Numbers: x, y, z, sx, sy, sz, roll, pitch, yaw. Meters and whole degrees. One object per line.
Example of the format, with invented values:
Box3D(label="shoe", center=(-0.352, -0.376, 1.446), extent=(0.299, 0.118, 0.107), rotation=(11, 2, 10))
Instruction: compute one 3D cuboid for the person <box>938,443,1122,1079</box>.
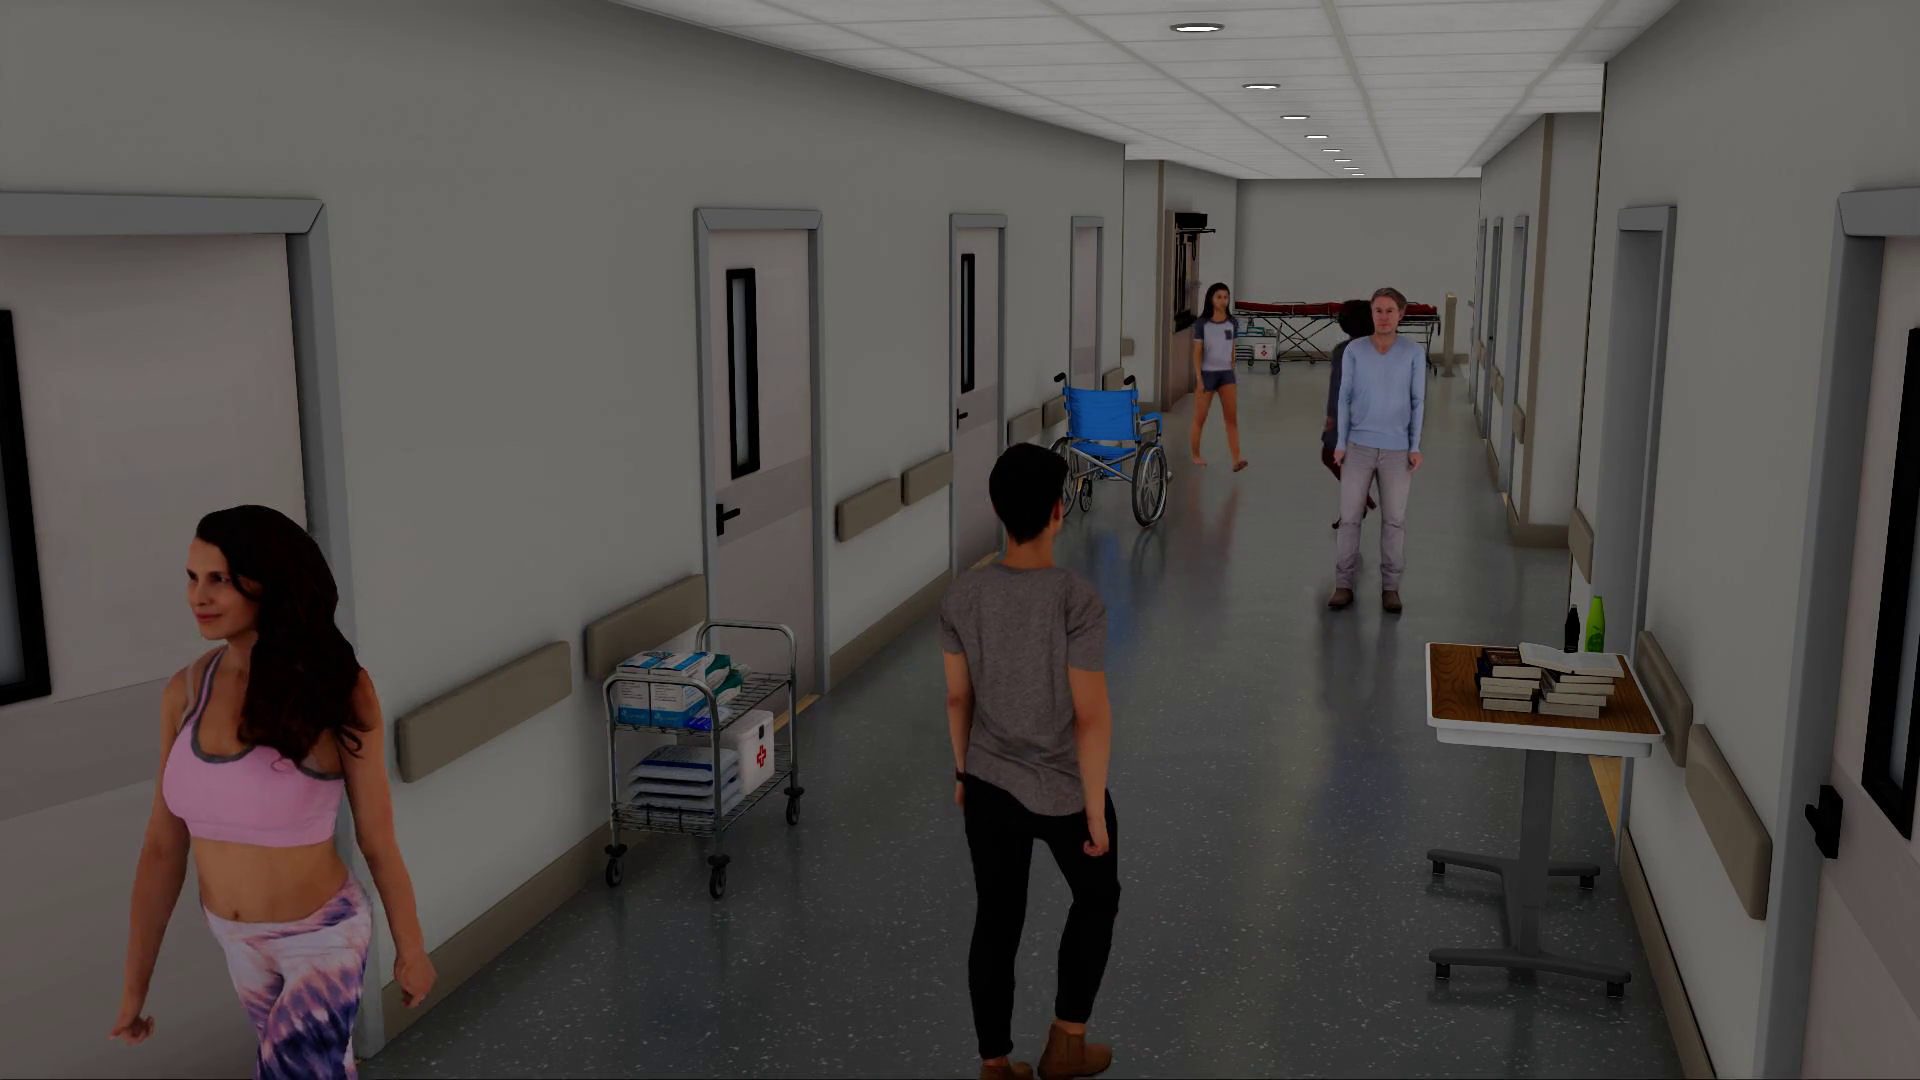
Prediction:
Box3D(label="person", center=(0.138, 0.632, 4.112), extent=(0.709, 1.706, 0.742), rotation=(6, 12, 28))

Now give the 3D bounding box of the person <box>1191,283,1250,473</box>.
Box3D(label="person", center=(2.271, -1.443, 15.136), extent=(0.974, 1.674, 1.239), rotation=(-3, 11, -13))

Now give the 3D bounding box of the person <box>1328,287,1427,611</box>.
Box3D(label="person", center=(2.451, -0.537, 9.773), extent=(0.649, 1.893, 0.552), rotation=(3, 11, 14))

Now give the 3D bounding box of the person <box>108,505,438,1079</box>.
Box3D(label="person", center=(-1.222, 0.802, 3.185), extent=(0.611, 1.718, 1.189), rotation=(3, 11, 16))

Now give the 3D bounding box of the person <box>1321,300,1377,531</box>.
Box3D(label="person", center=(2.892, -0.877, 12.082), extent=(0.805, 1.701, 0.870), rotation=(-5, 12, -25))
